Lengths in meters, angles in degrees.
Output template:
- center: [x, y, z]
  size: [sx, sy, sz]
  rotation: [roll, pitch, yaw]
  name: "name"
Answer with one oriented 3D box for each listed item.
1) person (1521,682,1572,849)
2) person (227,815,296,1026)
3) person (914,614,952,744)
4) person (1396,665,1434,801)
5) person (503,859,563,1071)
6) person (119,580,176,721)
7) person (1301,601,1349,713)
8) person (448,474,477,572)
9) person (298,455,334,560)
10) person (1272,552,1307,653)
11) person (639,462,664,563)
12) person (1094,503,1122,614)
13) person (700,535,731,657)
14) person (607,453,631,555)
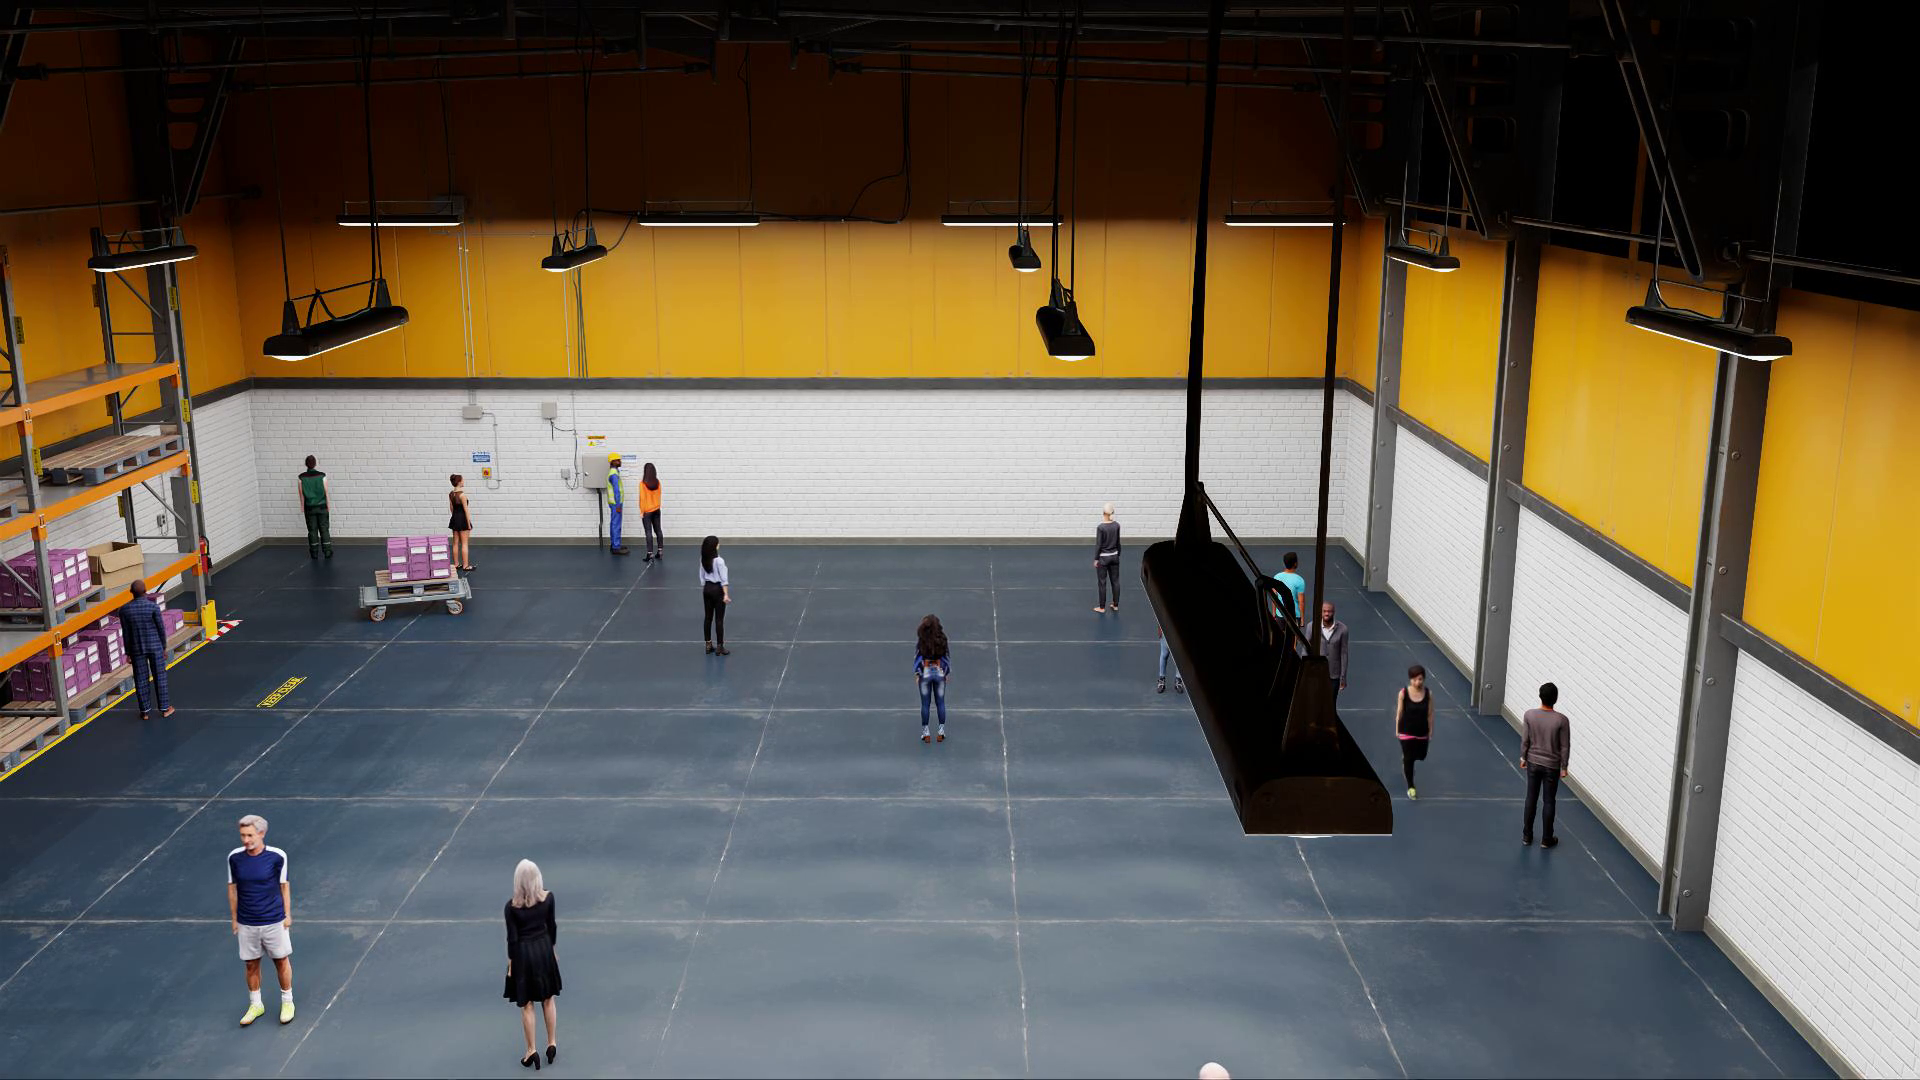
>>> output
- center: [6.072, 2.334, 17.318]
  size: [0.714, 1.769, 0.713]
  rotation: [6, 15, 22]
  name: "person"
- center: [-5.818, 3.136, 13.856]
  size: [0.659, 1.839, 0.591]
  rotation: [-2, 14, -7]
  name: "person"
- center: [-0.340, 1.679, 20.351]
  size: [0.623, 1.614, 0.572]
  rotation: [-2, 14, -6]
  name: "person"
- center: [5.093, 2.118, 18.721]
  size: [0.563, 1.528, 0.908]
  rotation: [-1, 14, -2]
  name: "person"
- center: [-3.389, 3.346, 13.184]
  size: [0.706, 1.746, 0.746]
  rotation: [-10, 17, -36]
  name: "person"
- center: [-10.349, 1.378, 21.157]
  size: [0.741, 1.819, 0.726]
  rotation: [-5, 14, -20]
  name: "person"
- center: [4.419, 1.618, 20.170]
  size: [0.757, 1.818, 0.658]
  rotation: [3, 14, 10]
  name: "person"
- center: [-8.549, -0.310, 28.438]
  size: [0.677, 1.674, 0.712]
  rotation: [9, 16, 33]
  name: "person"
- center: [-11.335, -0.594, 29.252]
  size: [0.711, 1.842, 0.686]
  rotation: [-4, 14, -17]
  name: "person"
- center: [4.473, 1.032, 22.684]
  size: [0.691, 1.774, 0.713]
  rotation: [10, 17, 36]
  name: "person"
- center: [-5.400, -0.499, 29.059]
  size: [0.768, 1.749, 0.687]
  rotation: [11, 17, 38]
  name: "person"
- center: [2.310, 0.263, 25.960]
  size: [0.679, 1.726, 0.662]
  rotation: [-6, 15, -24]
  name: "person"
- center: [-3.522, 0.782, 23.782]
  size: [0.731, 1.743, 0.753]
  rotation: [10, 17, 35]
  name: "person"
- center: [-6.126, -0.671, 29.630]
  size: [0.769, 1.813, 0.595]
  rotation: [-3, 14, -12]
  name: "person"
